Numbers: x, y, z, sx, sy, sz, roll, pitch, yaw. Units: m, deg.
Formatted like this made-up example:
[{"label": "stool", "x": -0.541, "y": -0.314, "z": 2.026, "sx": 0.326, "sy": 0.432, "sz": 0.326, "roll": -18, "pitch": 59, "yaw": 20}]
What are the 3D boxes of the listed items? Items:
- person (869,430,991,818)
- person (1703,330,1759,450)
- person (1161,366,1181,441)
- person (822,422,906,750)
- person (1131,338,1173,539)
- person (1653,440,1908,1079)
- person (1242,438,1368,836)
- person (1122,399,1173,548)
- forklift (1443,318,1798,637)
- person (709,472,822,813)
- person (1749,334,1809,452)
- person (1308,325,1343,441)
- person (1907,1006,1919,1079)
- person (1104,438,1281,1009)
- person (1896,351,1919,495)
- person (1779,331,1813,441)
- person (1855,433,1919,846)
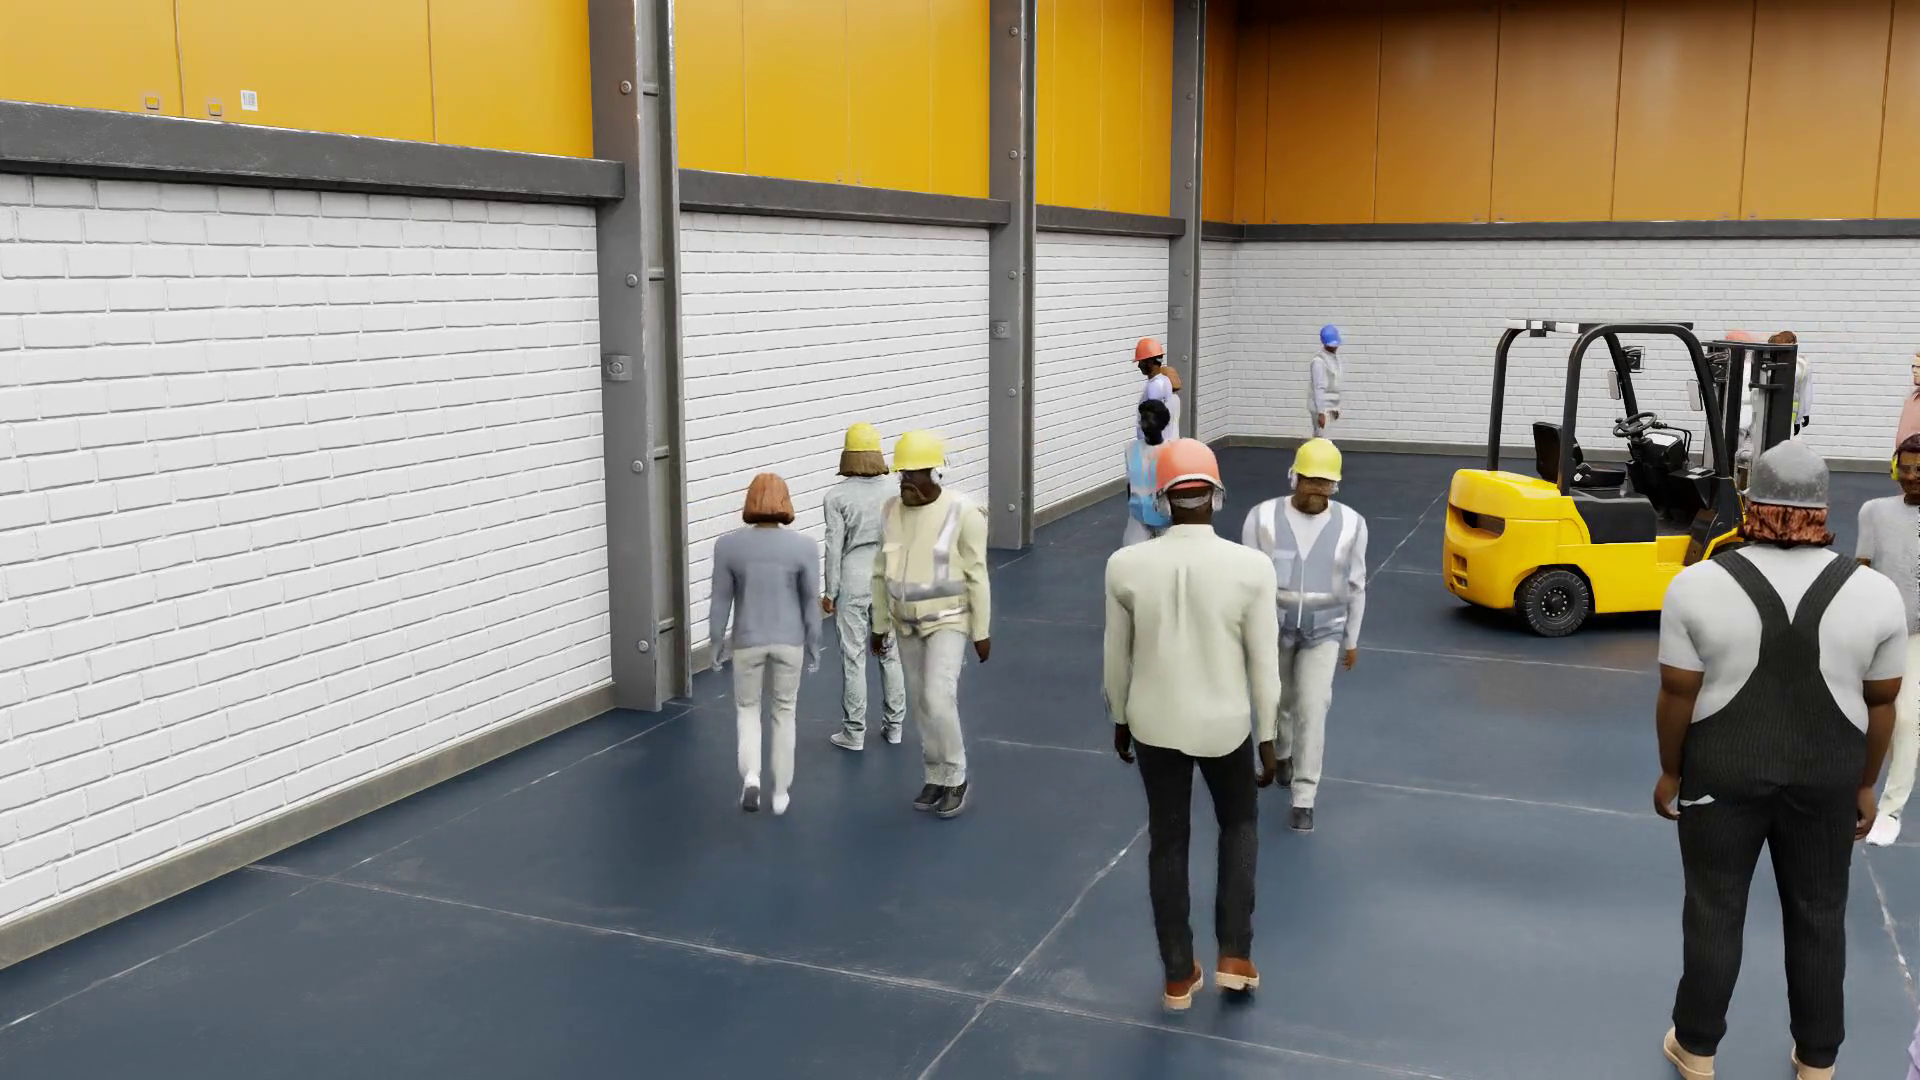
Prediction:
[{"label": "person", "x": -0.167, "y": 0.390, "z": 7.762, "sx": 0.603, "sy": 1.813, "sz": 0.490, "roll": 7, "pitch": 11, "yaw": 35}, {"label": "person", "x": 8.018, "y": -1.218, "z": 17.238, "sx": 0.555, "sy": 1.902, "sz": 0.581, "roll": 0, "pitch": 9, "yaw": 0}, {"label": "person", "x": 1.918, "y": -0.807, "z": 15.554, "sx": 0.284, "sy": 1.636, "sz": 0.500, "roll": 3, "pitch": 10, "yaw": 20}, {"label": "person", "x": -0.513, "y": 0.244, "z": 8.868, "sx": 0.493, "sy": 1.741, "sz": 0.310, "roll": -5, "pitch": 11, "yaw": -29}, {"label": "person", "x": 1.689, "y": -0.814, "z": 14.719, "sx": 0.374, "sy": 1.928, "sz": 0.543, "roll": 2, "pitch": 10, "yaw": 15}, {"label": "person", "x": 2.511, "y": 0.699, "z": 5.204, "sx": 0.683, "sy": 2.000, "sz": 0.536, "roll": 3, "pitch": 10, "yaw": 16}, {"label": "person", "x": 1.598, "y": 0.395, "z": 7.824, "sx": 0.599, "sy": 1.789, "sz": 0.898, "roll": 2, "pitch": 10, "yaw": 12}, {"label": "person", "x": 1.365, "y": -0.162, "z": 11.601, "sx": 0.545, "sy": 1.651, "sz": 0.866, "roll": 7, "pitch": 12, "yaw": 38}, {"label": "forklift", "x": 4.706, "y": -0.497, "z": 11.990, "sx": 2.313, "sy": 2.155, "sz": 1.214, "roll": -2, "pitch": 10, "yaw": -10}, {"label": "person", "x": -0.899, "y": 0.500, "z": 7.694, "sx": 0.537, "sy": 1.610, "sz": 0.486, "roll": -1, "pitch": 9, "yaw": -4}, {"label": "person", "x": 8.648, "y": -1.266, "z": 17.714, "sx": 0.621, "sy": 1.845, "sz": 0.429, "roll": 1, "pitch": 9, "yaw": 5}, {"label": "person", "x": 4.150, "y": -1.504, "z": 19.017, "sx": 0.489, "sy": 1.898, "sz": 0.693, "roll": 6, "pitch": 11, "yaw": 32}, {"label": "person", "x": 1.932, "y": 1.153, "z": 2.889, "sx": 0.640, "sy": 1.901, "sz": 0.401, "roll": 1, "pitch": 9, "yaw": 5}, {"label": "person", "x": 0.804, "y": 0.634, "z": 5.784, "sx": 0.631, "sy": 1.974, "sz": 0.472, "roll": 3, "pitch": 10, "yaw": 17}, {"label": "person", "x": 7.682, "y": -0.568, "z": 13.290, "sx": 0.401, "sy": 1.907, "sz": 0.648, "roll": 0, "pitch": 9, "yaw": 1}, {"label": "person", "x": 9.266, "y": -1.435, "z": 18.764, "sx": 0.621, "sy": 1.838, "sz": 0.429, "roll": 6, "pitch": 11, "yaw": 34}, {"label": "person", "x": 4.340, "y": 0.407, "z": 7.618, "sx": 0.528, "sy": 1.840, "sz": 0.907, "roll": 8, "pitch": 13, "yaw": 42}]
